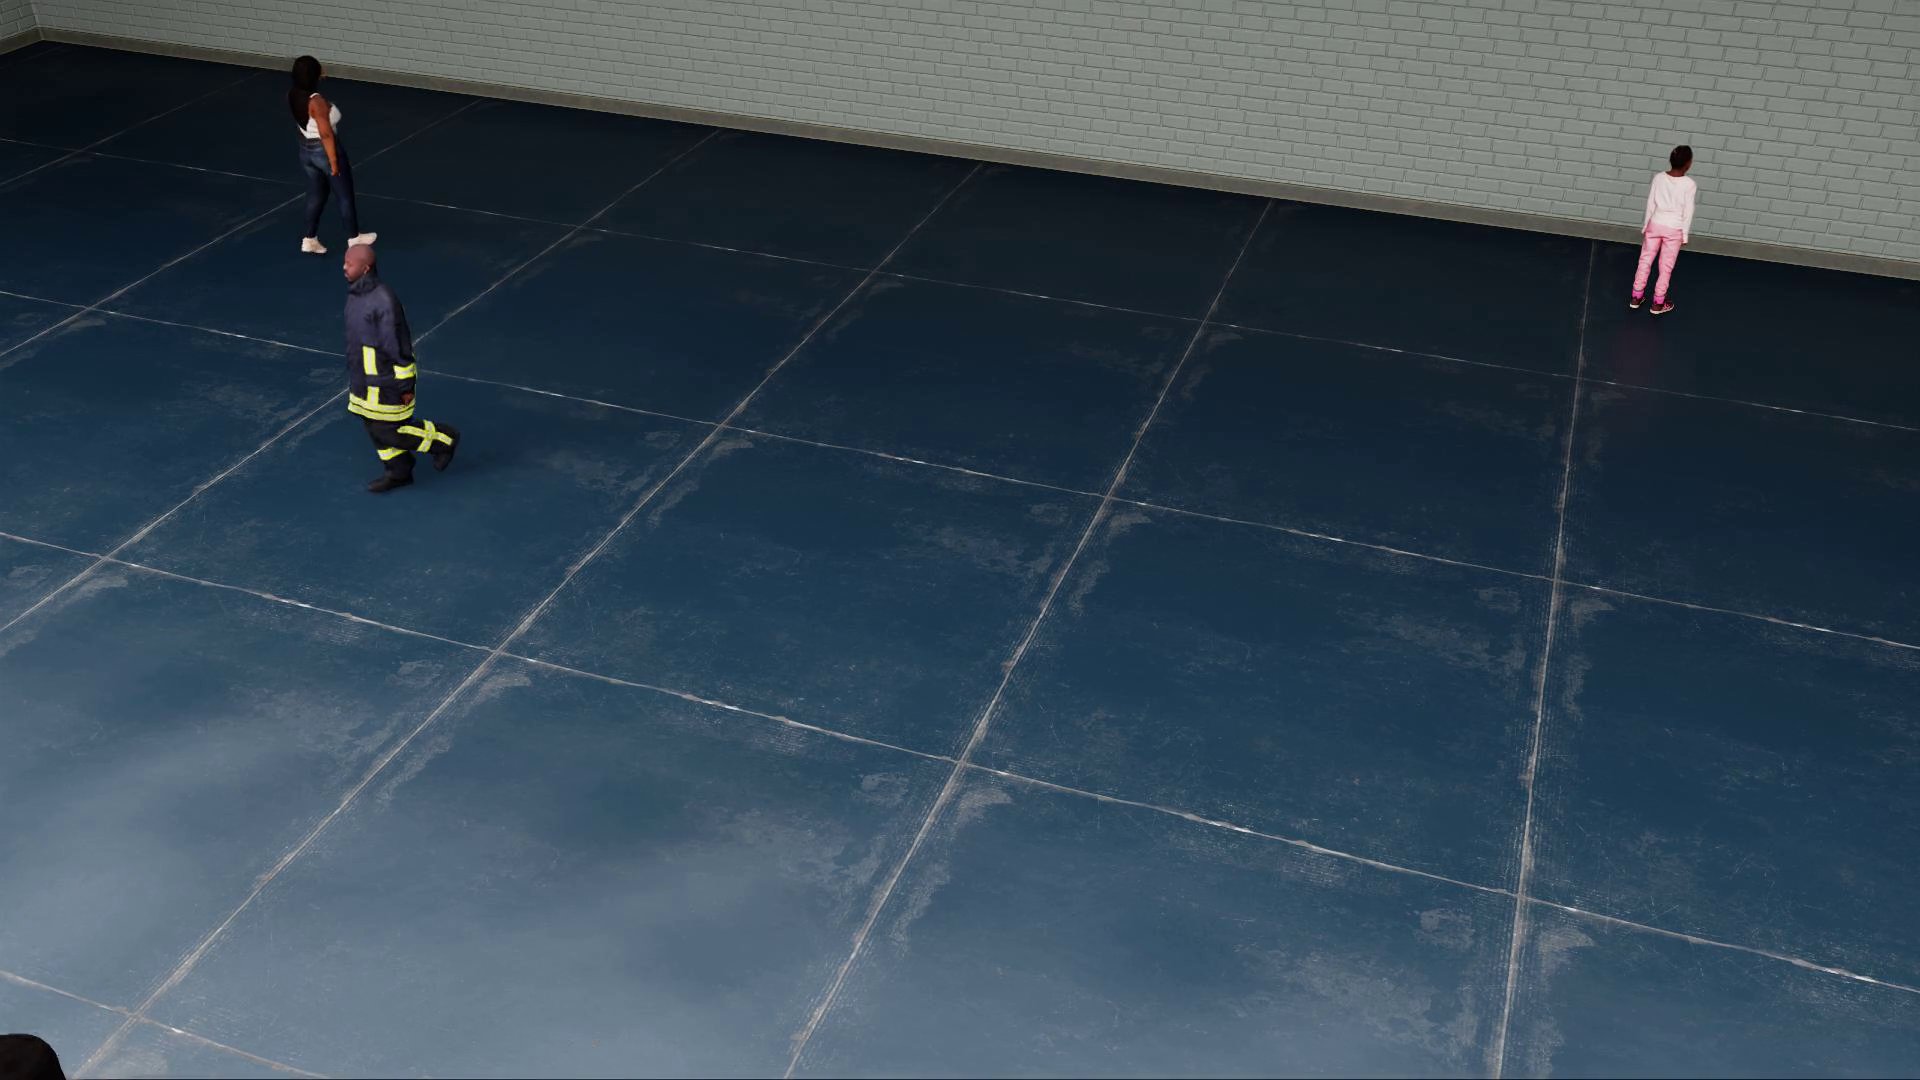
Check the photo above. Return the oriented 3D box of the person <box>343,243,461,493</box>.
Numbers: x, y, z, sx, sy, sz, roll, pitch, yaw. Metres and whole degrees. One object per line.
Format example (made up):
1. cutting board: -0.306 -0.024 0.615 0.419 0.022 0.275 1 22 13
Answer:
1. person: -3.849 -1.178 11.285 1.100 1.809 0.991 -25 40 -33

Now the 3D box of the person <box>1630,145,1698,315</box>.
1. person: 5.861 -2.596 13.803 0.618 1.441 0.622 28 42 36

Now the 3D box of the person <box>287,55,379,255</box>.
1. person: -5.657 -3.368 14.655 0.792 1.806 0.992 19 37 26
